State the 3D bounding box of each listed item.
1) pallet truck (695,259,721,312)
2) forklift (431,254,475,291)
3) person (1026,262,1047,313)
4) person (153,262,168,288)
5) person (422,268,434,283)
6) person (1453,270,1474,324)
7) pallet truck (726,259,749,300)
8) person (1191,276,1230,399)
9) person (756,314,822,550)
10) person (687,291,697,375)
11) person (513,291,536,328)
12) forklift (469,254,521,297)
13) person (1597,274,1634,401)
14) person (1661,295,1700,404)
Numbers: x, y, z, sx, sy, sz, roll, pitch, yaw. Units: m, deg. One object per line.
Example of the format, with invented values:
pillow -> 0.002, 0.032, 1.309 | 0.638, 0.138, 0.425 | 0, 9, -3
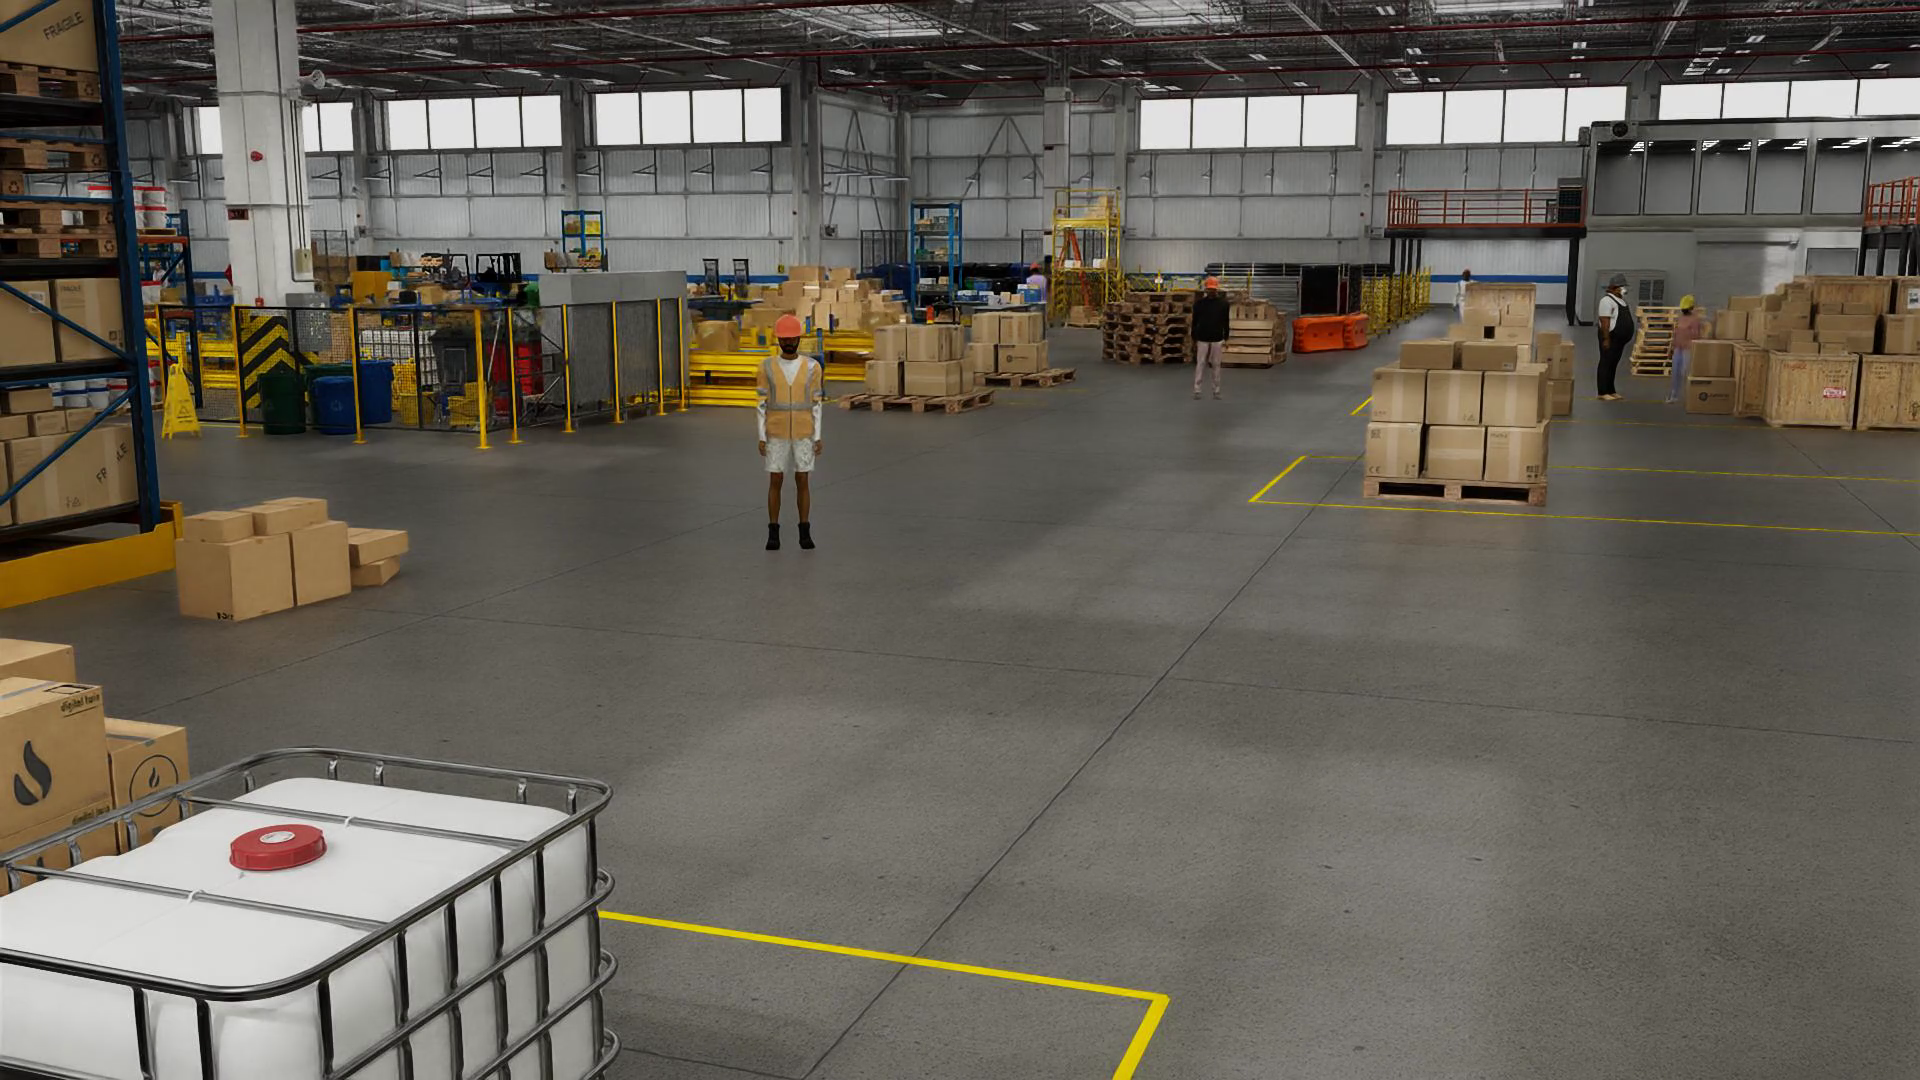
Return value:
pallet truck -> -9.165, -9.627, 62.776 | 0.823, 1.965, 1.885 | 4, 11, 23
forklift -> -20.133, -10.254, 65.465 | 1.157, 1.987, 2.680 | 3, 11, 19
person -> 2.020, -6.541, 45.306 | 0.653, 2.025, 0.579 | -6, 12, -31
person -> -27.656, -8.636, 57.457 | 0.651, 1.904, 0.404 | 6, 12, 29
person -> -19.406, -9.189, 60.773 | 0.404, 1.832, 0.595 | -7, 12, -35
person -> 13.570, -6.325, 44.660 | 0.589, 1.832, 1.014 | 6, 12, 29
pallet truck -> -7.986, -9.493, 62.019 | 0.823, 1.965, 1.885 | 3, 11, 17
person -> 4.056, -3.267, 26.963 | 0.623, 1.992, 0.397 | 1, 10, 4
person -> -1.398, -0.880, 13.685 | 0.542, 1.938, 0.358 | -2, 10, -10
person -> -4.693, -3.422, 28.399 | 0.903, 1.786, 0.636 | 3, 11, 18
person -> -7.808, -3.659, 30.092 | 0.840, 1.654, 0.548 | 4, 11, 23
forklift -> -17.990, -10.121, 64.684 | 1.157, 1.987, 2.680 | 3, 11, 17
person -> 10.559, -3.256, 26.772 | 0.536, 2.000, 0.672 | 9, 13, 40
person -> 11.448, -2.997, 26.182 | 0.581, 1.736, 0.585 | -2, 10, -12
